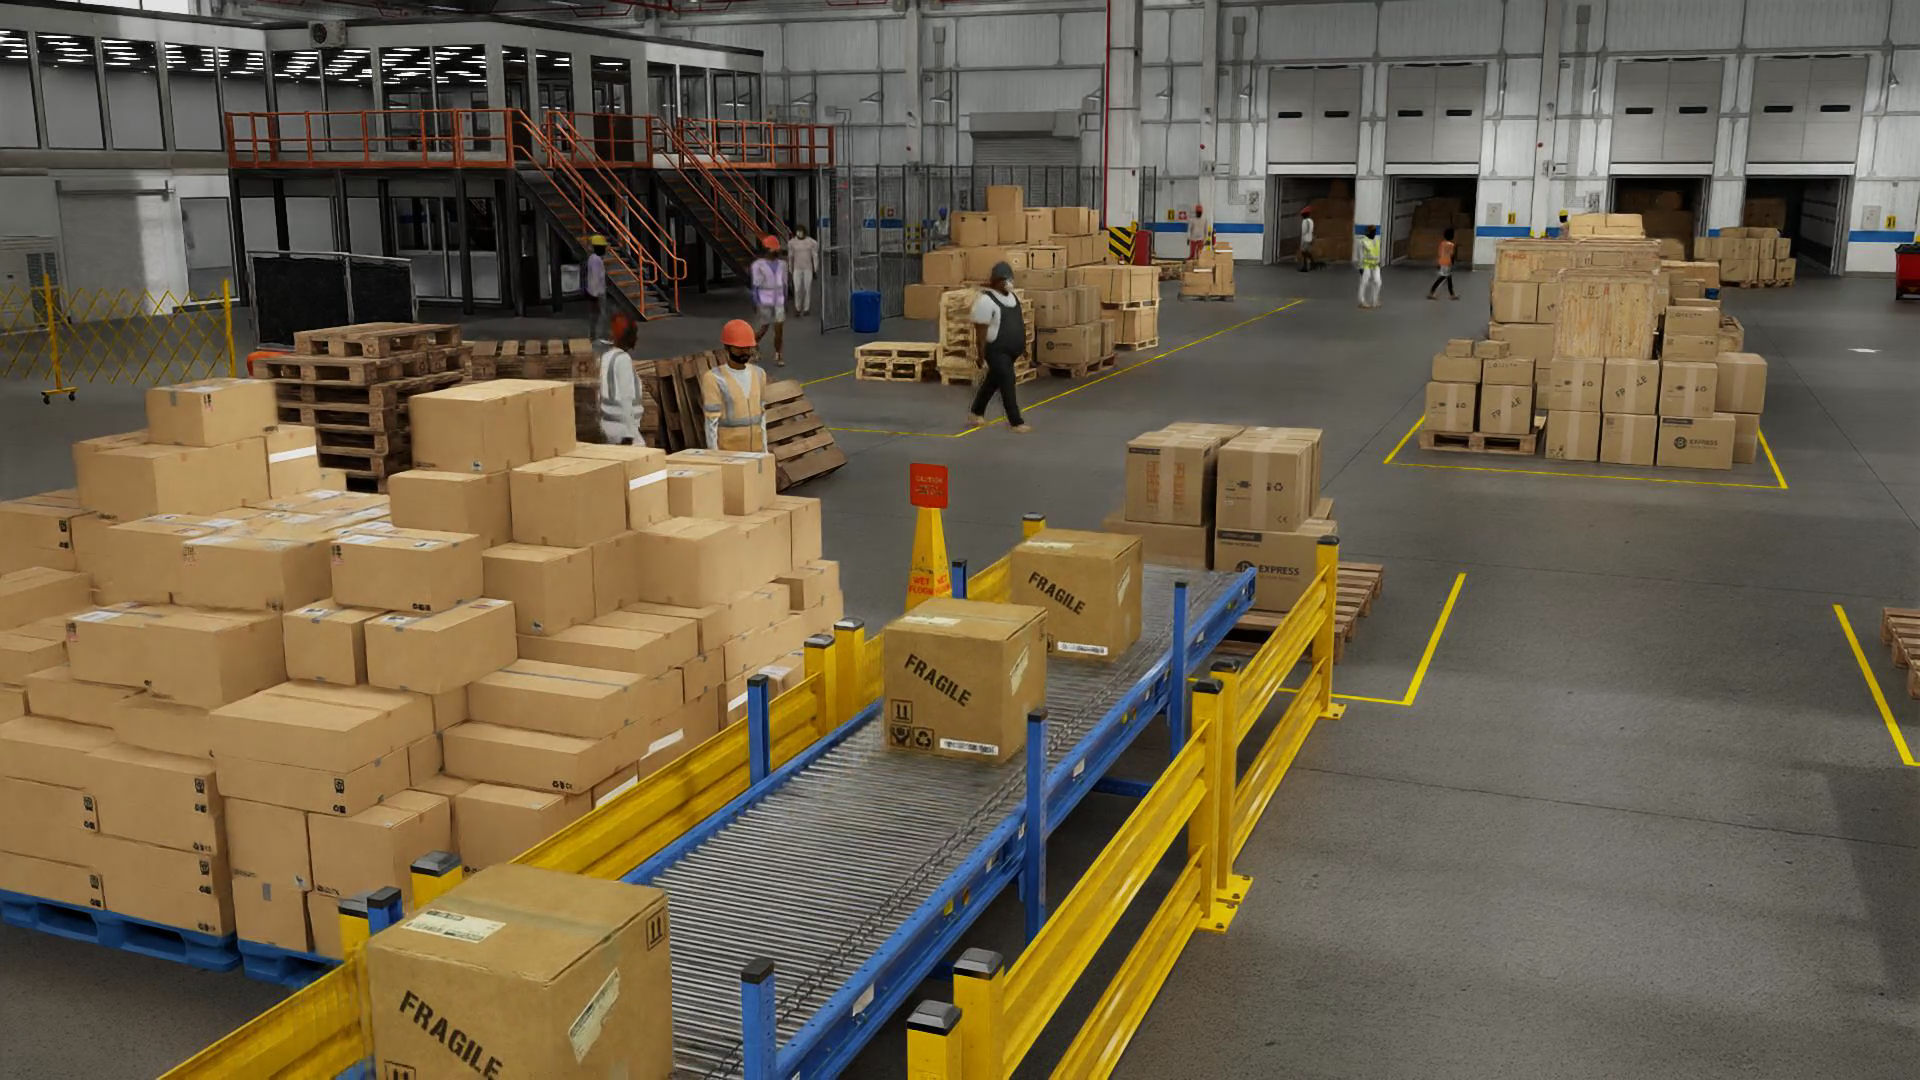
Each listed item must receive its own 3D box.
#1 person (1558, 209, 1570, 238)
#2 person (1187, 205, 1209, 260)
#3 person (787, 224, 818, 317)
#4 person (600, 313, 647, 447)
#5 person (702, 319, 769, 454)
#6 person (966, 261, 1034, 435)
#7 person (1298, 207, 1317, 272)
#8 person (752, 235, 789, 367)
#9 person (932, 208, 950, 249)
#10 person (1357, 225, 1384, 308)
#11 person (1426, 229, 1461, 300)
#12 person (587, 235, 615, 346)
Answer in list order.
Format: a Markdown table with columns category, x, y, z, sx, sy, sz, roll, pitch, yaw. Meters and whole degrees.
| category | x | y | z | sx | sy | sz | roll | pitch | yaw |
| --- | --- | --- | --- | --- | --- | --- | --- | --- | --- |
| person | 16.550 | -8.102 | 45.686 | 0.382 | 1.924 | 0.594 | 6 | 14 | 24 |
| person | 7.032 | -8.908 | 49.162 | 0.638 | 1.983 | 0.442 | 0 | 13 | -2 |
| person | -3.230 | -5.517 | 34.164 | 0.644 | 1.886 | 1.023 | -1 | 13 | -4 |
| person | -2.704 | -0.899 | 13.521 | 0.413 | 1.862 | 0.633 | -6 | 14 | -24 |
| person | -1.615 | -0.659 | 12.273 | 0.553 | 1.935 | 0.365 | -12 | 17 | -43 |
| person | 0.436 | -2.281 | 19.319 | 1.052 | 2.000 | 0.679 | 8 | 15 | 33 |
| person | 10.229 | -8.868 | 49.125 | 0.465 | 1.925 | 0.542 | 9 | 15 | 35 |
| person | -2.961 | -3.706 | 25.753 | 0.617 | 2.027 | 0.771 | -7 | 15 | -30 |
| person | -0.468 | -8.277 | 46.420 | 0.615 | 1.945 | 0.399 | 1 | 13 | 3 |
| person | 8.987 | -5.941 | 36.239 | 0.666 | 1.815 | 0.744 | -7 | 14 | -29 |
| person | 11.262 | -6.403 | 38.666 | 0.864 | 1.663 | 0.543 | -1 | 13 | -6 |
| person | -6.150 | -4.281 | 28.602 | 0.674 | 1.904 | 0.591 | -4 | 13 | -19 |
